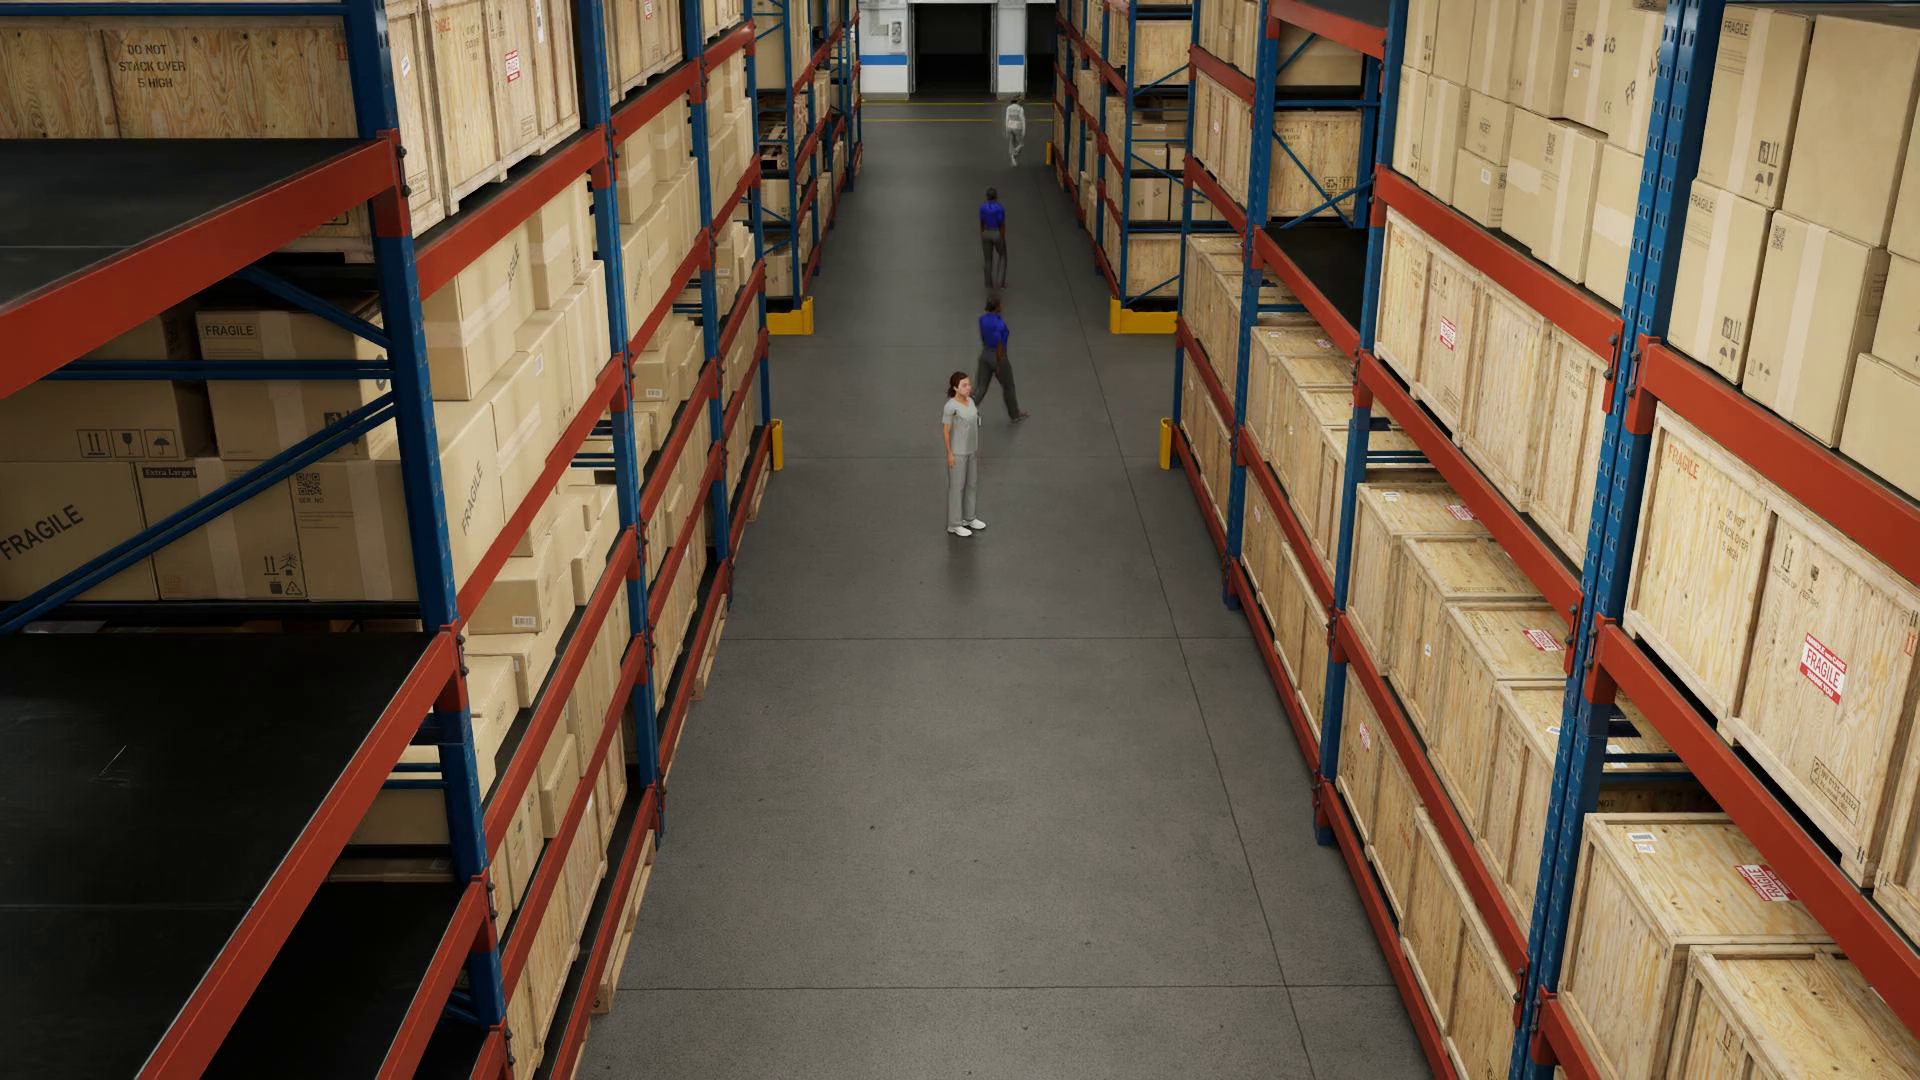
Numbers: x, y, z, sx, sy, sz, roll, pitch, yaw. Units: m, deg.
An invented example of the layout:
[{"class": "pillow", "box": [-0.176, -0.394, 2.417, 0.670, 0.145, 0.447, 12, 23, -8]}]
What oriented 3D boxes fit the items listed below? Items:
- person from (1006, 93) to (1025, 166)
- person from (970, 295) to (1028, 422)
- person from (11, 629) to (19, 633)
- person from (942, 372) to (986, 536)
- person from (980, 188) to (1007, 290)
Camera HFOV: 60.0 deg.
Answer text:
[{"class": "person", "box": [1.285, -9.584, 38.925, 0.518, 1.668, 0.523, 11, 24, 26]}, {"class": "person", "box": [0.420, -2.199, 20.252, 0.959, 1.621, 0.461, -19, 29, -40]}, {"class": "person", "box": [-6.552, 1.275, 11.522, 0.451, 1.548, 0.960, 1, 22, 3]}, {"class": "person", "box": [0.033, -0.891, 16.899, 0.396, 1.670, 0.434, 15, 26, 34]}, {"class": "person", "box": [0.542, -4.899, 27.062, 0.442, 1.676, 0.417, 6, 22, 15]}]
